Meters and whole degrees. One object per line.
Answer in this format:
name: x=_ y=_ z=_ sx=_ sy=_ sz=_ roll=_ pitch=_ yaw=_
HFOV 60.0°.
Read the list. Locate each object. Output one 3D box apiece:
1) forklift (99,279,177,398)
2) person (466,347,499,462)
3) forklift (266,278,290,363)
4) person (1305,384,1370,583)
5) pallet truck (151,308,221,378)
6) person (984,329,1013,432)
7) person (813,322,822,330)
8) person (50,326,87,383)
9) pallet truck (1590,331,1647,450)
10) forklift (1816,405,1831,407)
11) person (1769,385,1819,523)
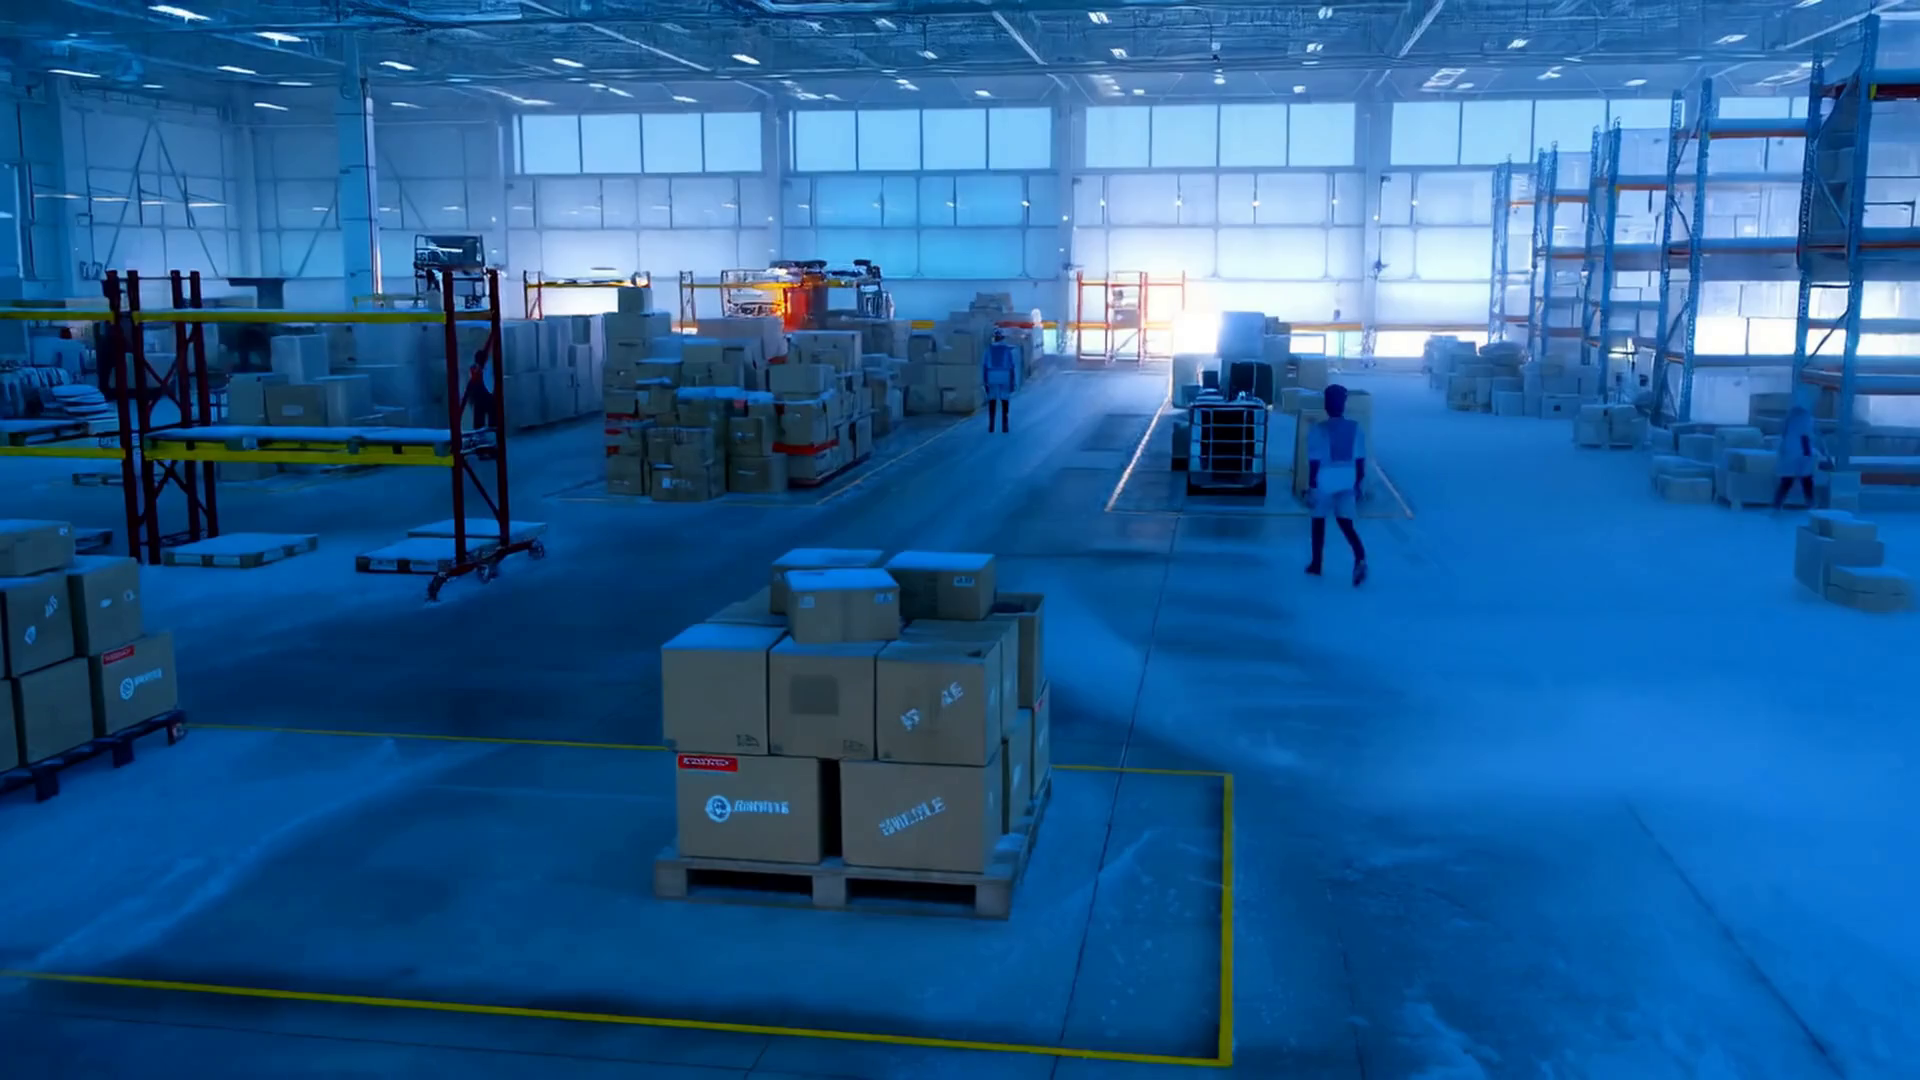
forklift: x=-19.606 y=-4.720 z=39.027 sx=1.873 sy=2.768 sz=1.129 roll=1 pitch=9 yaw=9
person: x=-7.538 y=-2.135 z=26.337 sx=0.513 sy=1.834 sz=0.411 roll=0 pitch=9 yaw=0
forklift: x=-17.637 y=-5.367 z=43.017 sx=1.873 sy=2.768 sz=1.129 roll=-3 pitch=10 yaw=-17
person: x=3.686 y=-0.540 z=16.168 sx=0.614 sy=1.941 sz=0.851 roll=-2 pitch=10 yaw=-15
pallet truck: x=-21.869 y=-5.598 z=47.154 sx=0.823 sy=1.965 sz=1.885 roll=4 pitch=10 yaw=26
person: x=0.716 y=-2.987 z=31.237 sx=0.545 sy=1.938 sz=0.355 roll=0 pitch=9 yaw=0
person: x=-3.227 y=-3.980 z=37.559 sx=0.625 sy=1.865 sz=0.987 roll=1 pitch=9 yaw=4
person: x=-17.864 y=-3.306 z=33.262 sx=0.865 sy=1.907 sz=0.647 roll=8 pitch=12 yaw=41
pallet truck: x=11.253 y=-2.573 z=28.499 sx=0.823 sy=1.965 sz=1.885 roll=5 pitch=10 yaw=27
forklift: x=19.446 y=-4.290 z=36.370 sx=1.873 sy=2.768 sz=1.129 roll=6 pitch=11 yaw=34
person: x=10.169 y=-1.025 z=19.950 sx=0.803 sy=1.657 sz=0.554 roll=4 pitch=10 yaw=21
